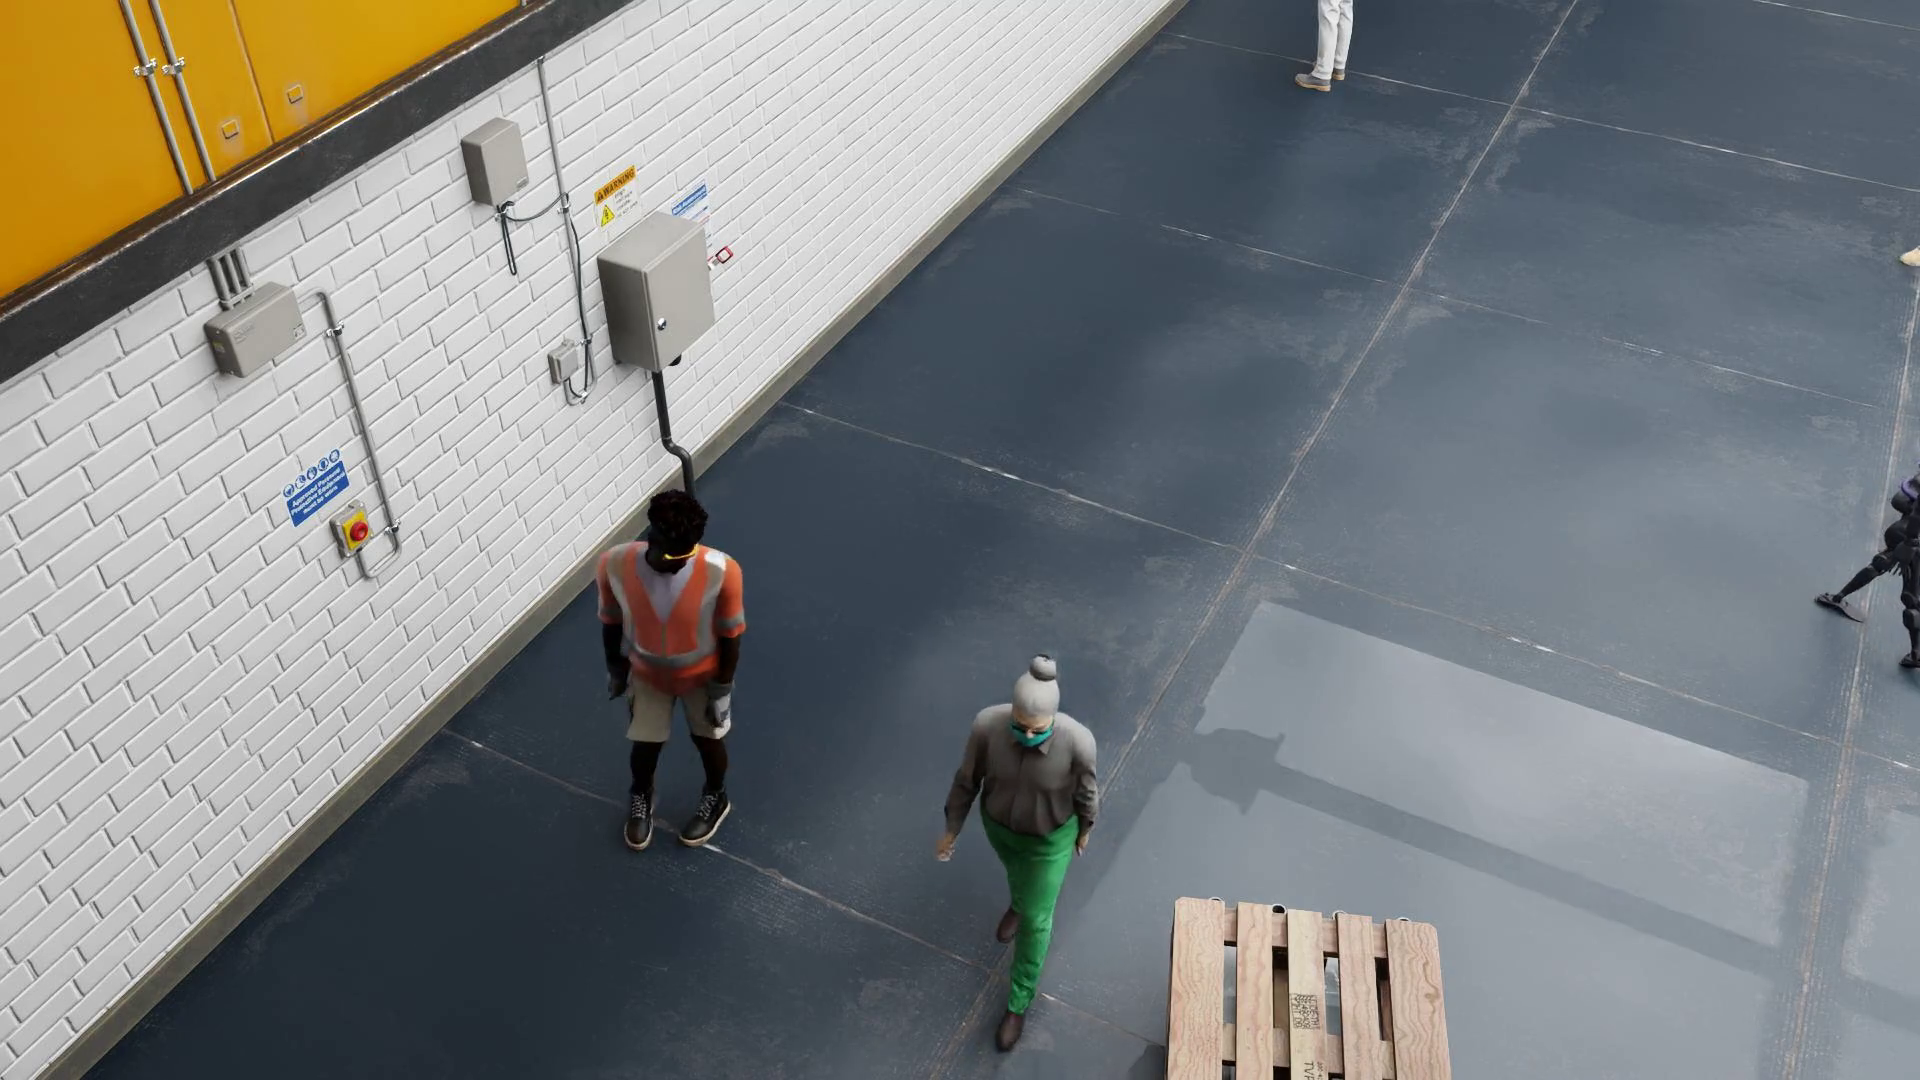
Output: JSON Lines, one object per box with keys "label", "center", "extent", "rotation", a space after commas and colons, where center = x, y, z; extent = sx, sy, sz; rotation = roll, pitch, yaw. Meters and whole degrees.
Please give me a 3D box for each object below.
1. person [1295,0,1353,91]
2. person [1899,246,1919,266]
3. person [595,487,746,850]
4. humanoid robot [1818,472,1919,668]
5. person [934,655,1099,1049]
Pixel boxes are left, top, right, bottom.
{"label": "person", "center": [2.882, -4.368, 12.666], "extent": [0.342, 1.882, 0.585], "rotation": [28, 48, 29]}
{"label": "person", "center": [6.735, -2.646, 10.786], "extent": [0.867, 1.738, 0.485], "rotation": [-15, 43, -16]}
{"label": "person", "center": [-1.200, 0.561, 6.915], "extent": [0.654, 1.934, 0.464], "rotation": [3, 41, 3]}
{"label": "humanoid robot", "center": [4.682, -0.114, 7.919], "extent": [0.602, 1.630, 0.741], "rotation": [-29, 49, -30]}
{"label": "person", "center": [0.200, 1.124, 6.349], "extent": [0.557, 1.804, 0.893], "rotation": [15, 43, 17]}
